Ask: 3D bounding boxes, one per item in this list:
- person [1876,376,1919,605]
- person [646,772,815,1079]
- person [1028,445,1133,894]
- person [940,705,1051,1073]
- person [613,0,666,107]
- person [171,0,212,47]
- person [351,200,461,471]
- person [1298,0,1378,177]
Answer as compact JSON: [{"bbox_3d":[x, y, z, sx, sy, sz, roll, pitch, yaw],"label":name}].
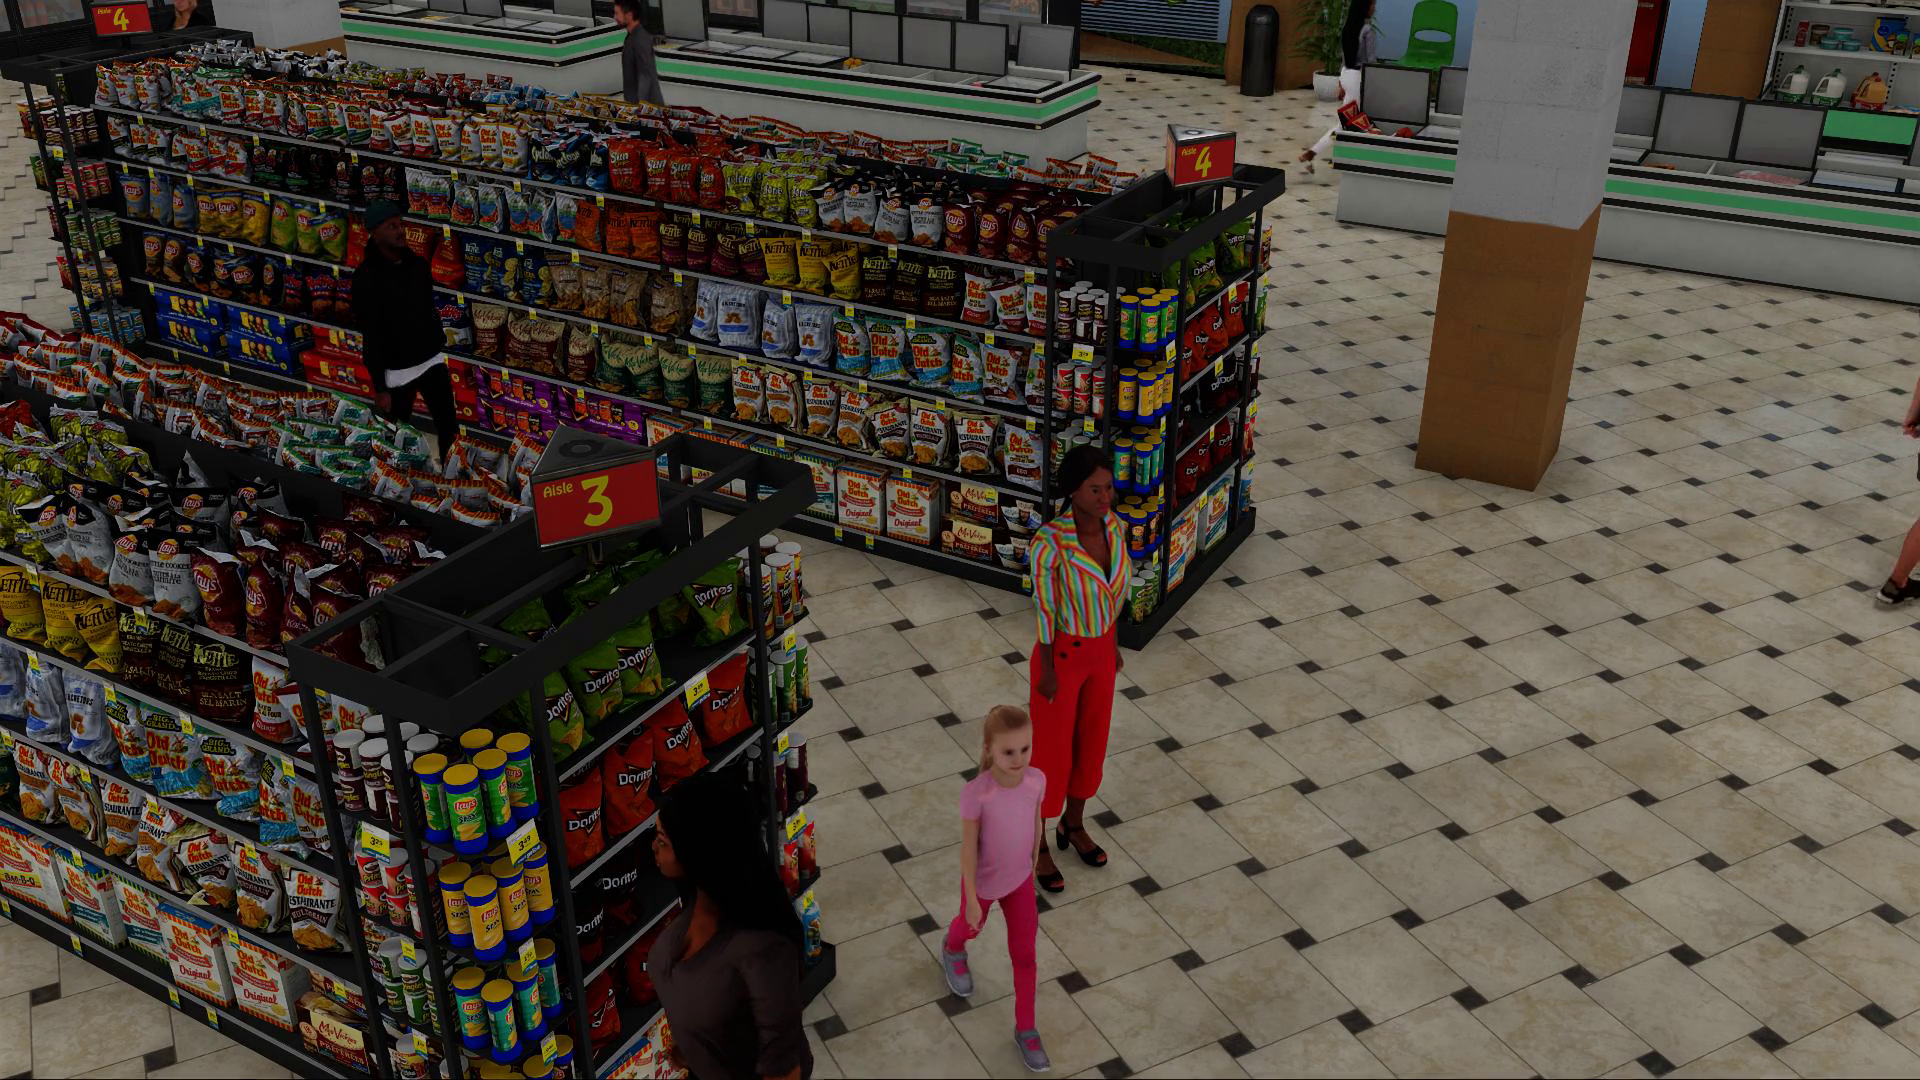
[{"bbox_3d":[4.830,-0.527,8.101,1.078,1.811,1.219,-18,32,-31],"label":"person"},{"bbox_3d":[-0.470,1.378,4.335,0.852,1.820,0.771,-13,29,-23],"label":"person"},{"bbox_3d":[0.423,0.477,6.141,0.675,1.792,0.652,-20,33,-34],"label":"person"},{"bbox_3d":[0.092,1.083,5.541,0.828,1.254,0.957,-11,29,-20],"label":"person"},{"bbox_3d":[-2.724,-3.750,14.396,0.843,1.865,0.791,-6,28,-12],"label":"person"},{"bbox_3d":[-7.325,-4.477,16.048,0.529,1.668,0.693,9,28,17],"label":"person"},{"bbox_3d":[-3.025,-0.933,8.923,1.152,1.790,0.682,16,31,28],"label":"person"},{"bbox_3d":[3.583,-4.174,15.429,1.177,1.688,1.087,-6,28,-12],"label":"person"}]
